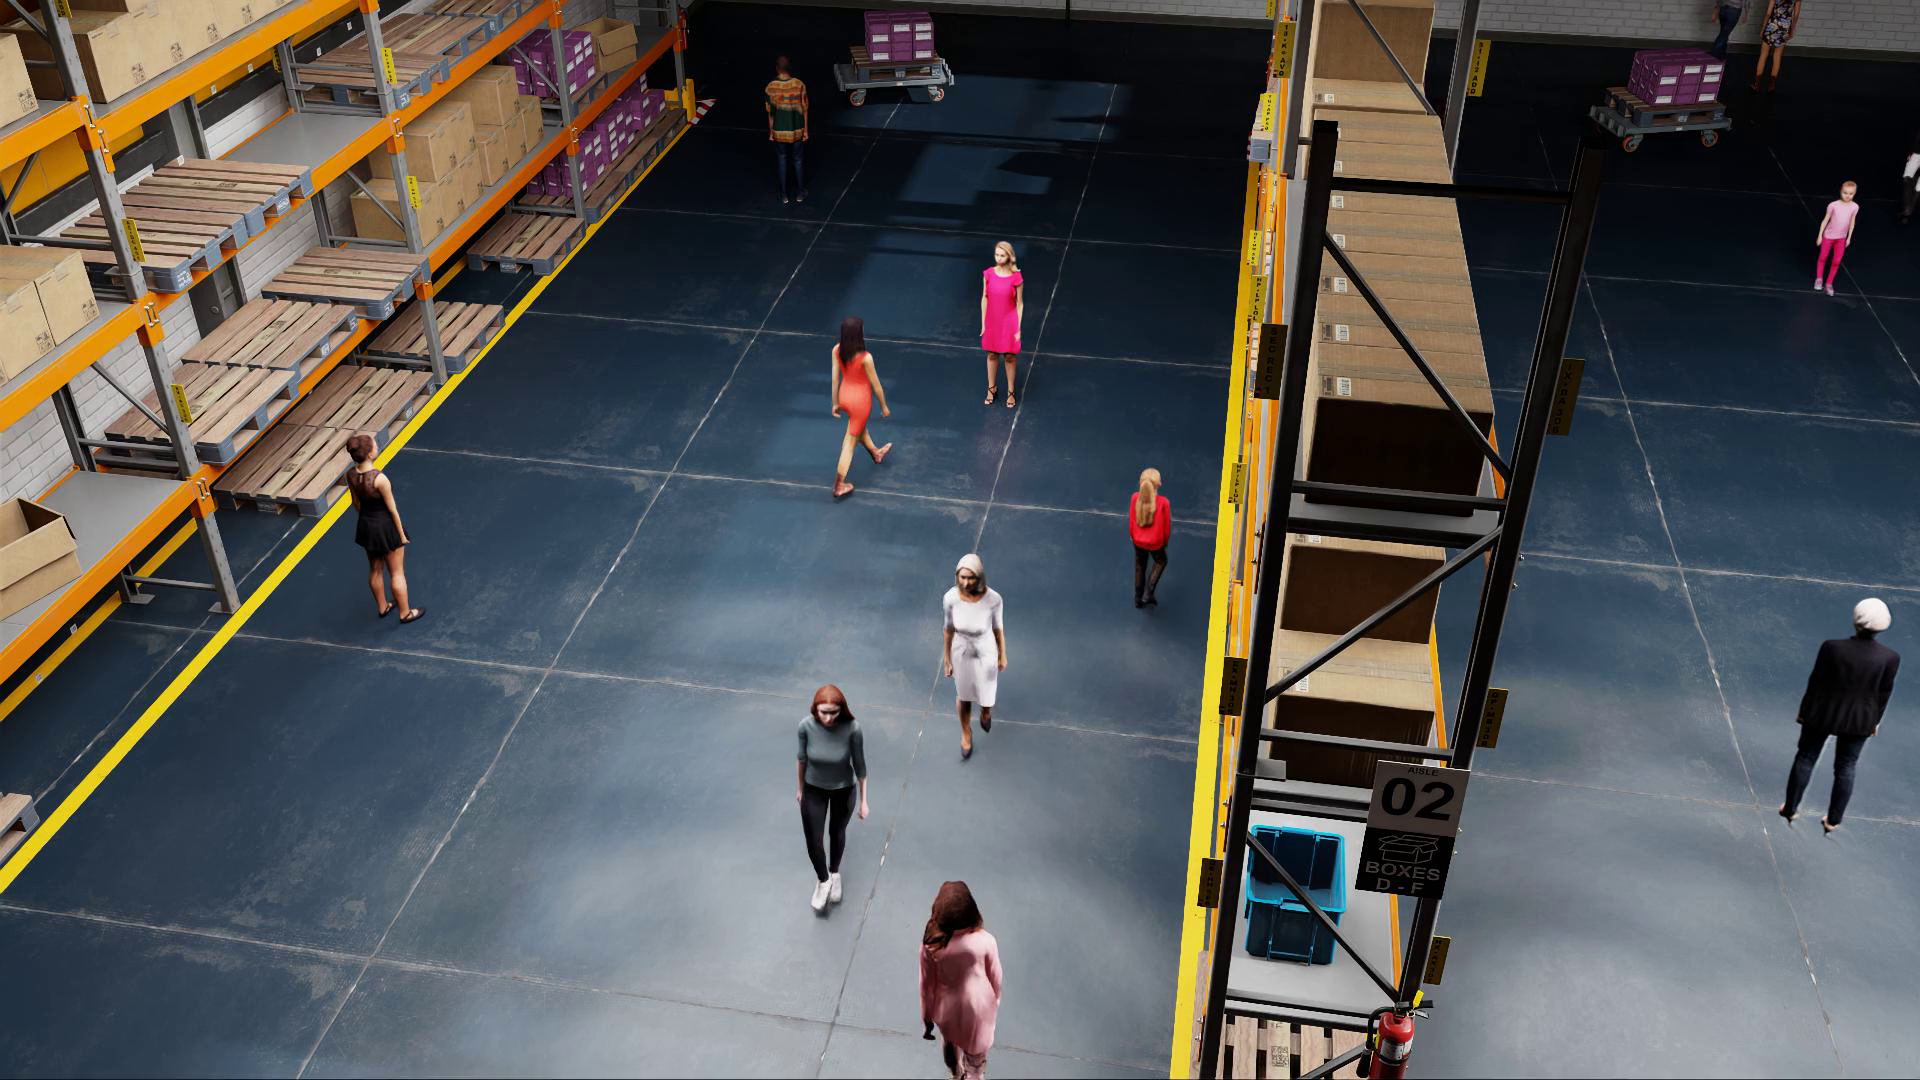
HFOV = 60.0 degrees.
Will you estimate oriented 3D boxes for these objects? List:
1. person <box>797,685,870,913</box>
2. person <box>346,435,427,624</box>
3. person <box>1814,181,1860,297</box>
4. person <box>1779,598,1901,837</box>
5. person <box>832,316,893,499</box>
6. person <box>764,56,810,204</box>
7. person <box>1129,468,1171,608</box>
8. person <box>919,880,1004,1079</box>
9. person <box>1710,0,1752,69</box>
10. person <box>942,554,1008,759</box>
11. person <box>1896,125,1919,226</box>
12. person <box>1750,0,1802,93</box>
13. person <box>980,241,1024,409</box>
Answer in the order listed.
[{"bbox_3d":[-0.817,1.564,10.588,0.662,1.734,0.671,1,34,2],"label":"person"},{"bbox_3d":[-4.592,-0.097,13.142,0.637,1.674,0.640,15,36,21],"label":"person"},{"bbox_3d":[9.719,-3.404,18.487,0.552,1.264,0.667,9,35,14],"label":"person"},{"bbox_3d":[5.522,1.111,10.356,0.756,1.778,0.648,12,35,17],"label":"person"},{"bbox_3d":[-0.968,-1.133,14.713,0.926,1.659,1.216,21,39,28],"label":"person"},{"bbox_3d":[-2.122,-5.059,20.486,0.780,1.807,0.766,-4,34,-6],"label":"person"},{"bbox_3d":[1.500,0.020,13.327,0.558,1.273,0.600,14,36,20],"label":"person"},{"bbox_3d":[0.017,2.628,8.959,0.688,1.766,1.166,2,34,3],"label":"person"},{"bbox_3d":[11.218,-7.629,24.395,0.992,1.761,0.955,-19,38,-26],"label":"person"},{"bbox_3d":[0.101,0.771,11.781,0.652,1.734,0.711,4,34,5],"label":"person"},{"bbox_3d":[11.521,-4.543,19.787,0.627,1.723,0.669,10,35,15],"label":"person"},{"bbox_3d":[11.795,-7.357,24.011,0.622,1.733,0.529,9,35,14],"label":"person"},{"bbox_3d":[0.412,-2.098,16.102,0.591,1.729,0.570,10,35,14],"label":"person"}]
